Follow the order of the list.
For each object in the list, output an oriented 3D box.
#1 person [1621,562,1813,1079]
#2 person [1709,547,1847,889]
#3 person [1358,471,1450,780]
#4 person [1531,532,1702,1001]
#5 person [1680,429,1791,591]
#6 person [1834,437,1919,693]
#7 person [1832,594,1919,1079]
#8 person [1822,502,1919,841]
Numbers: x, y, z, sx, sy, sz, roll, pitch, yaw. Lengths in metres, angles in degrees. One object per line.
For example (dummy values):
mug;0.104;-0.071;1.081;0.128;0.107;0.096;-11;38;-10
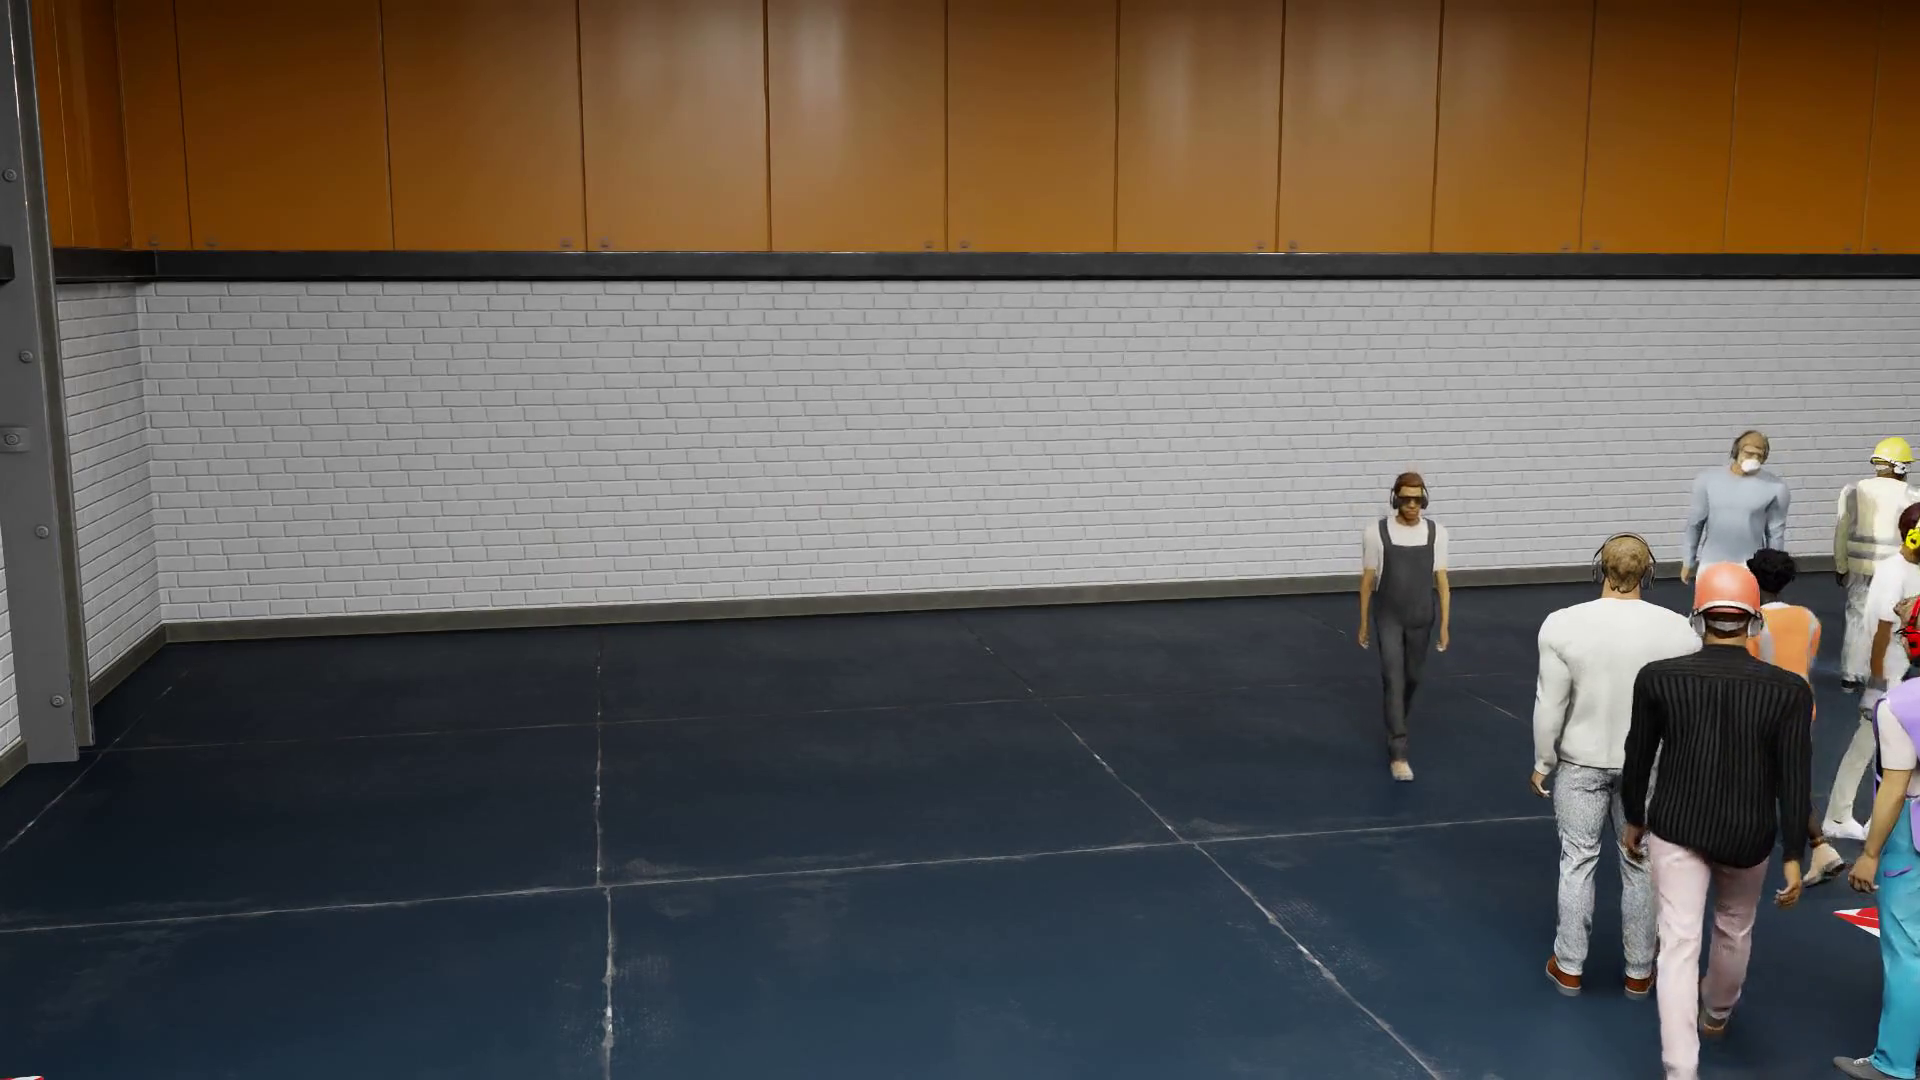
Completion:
person;2.767;1.046;6.120;0.625;1.927;1.060;4;10;25
person;3.917;0.880;7.936;0.572;1.661;0.558;-4;10;-21
person;2.681;0.464;10.089;0.517;1.810;0.947;0;9;3
person;2.675;0.928;6.831;0.637;1.938;0.355;2;10;13
person;5.400;0.161;11.598;0.656;1.912;0.778;6;11;32
person;6.451;0.192;11.647;0.403;1.827;0.598;-9;13;-43
person;3.504;1.109;6.030;0.563;1.838;0.389;-4;10;-21
person;4.776;0.709;8.494;0.639;1.831;0.674;6;11;33
